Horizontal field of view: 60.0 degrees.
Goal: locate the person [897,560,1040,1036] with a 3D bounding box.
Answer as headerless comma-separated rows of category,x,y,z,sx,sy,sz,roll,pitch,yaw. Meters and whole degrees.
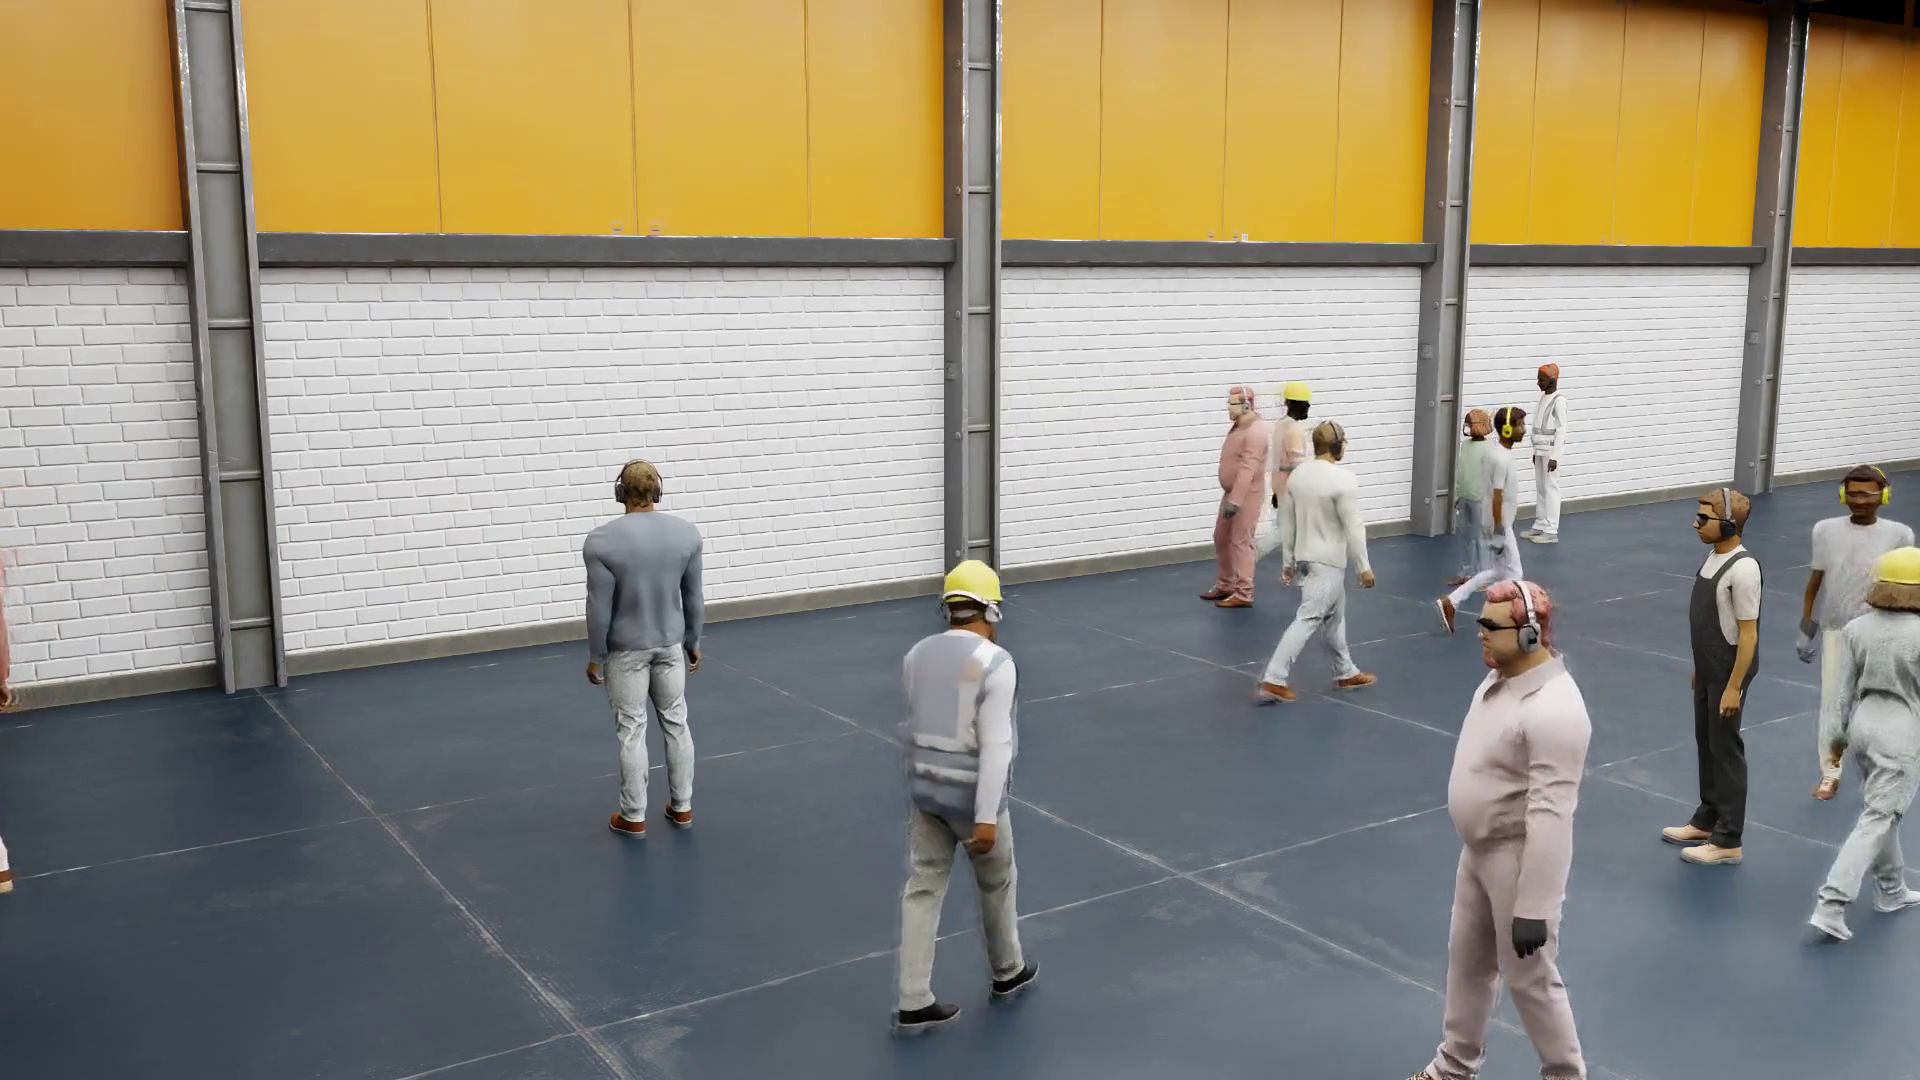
person,0.018,0.975,6.456,0.606,1.765,0.861,8,12,40

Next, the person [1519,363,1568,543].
person,6.159,-0.913,17.469,0.356,1.887,0.572,0,9,-2

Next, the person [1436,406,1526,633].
person,4.122,-0.117,12.825,0.730,1.843,0.531,2,10,11

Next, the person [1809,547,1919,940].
person,4.020,0.876,7.249,0.876,1.702,0.489,-4,10,-23

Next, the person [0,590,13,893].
person,-4.830,0.671,7.696,0.877,1.965,0.621,1,9,4

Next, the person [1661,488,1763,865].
person,3.701,0.661,8.114,0.326,1.843,0.517,1,9,7

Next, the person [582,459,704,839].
person,-1.605,0.552,8.486,0.635,1.937,0.354,-6,11,-32

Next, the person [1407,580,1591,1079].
person,1.842,1.068,5.566,0.576,1.906,0.684,0,9,0

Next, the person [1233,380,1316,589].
person,2.887,-0.482,14.868,0.885,1.894,0.588,1,9,5

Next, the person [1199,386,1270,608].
person,2.341,-0.362,14.135,0.493,1.892,0.654,-2,10,-10

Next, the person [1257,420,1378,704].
person,2.399,0.147,11.113,1.031,1.894,0.636,-3,10,-20

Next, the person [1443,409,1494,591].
person,4.587,-0.356,14.876,0.285,1.633,0.497,-3,10,-18

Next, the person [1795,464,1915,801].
person,4.862,0.500,9.066,0.530,1.858,0.437,7,12,38
